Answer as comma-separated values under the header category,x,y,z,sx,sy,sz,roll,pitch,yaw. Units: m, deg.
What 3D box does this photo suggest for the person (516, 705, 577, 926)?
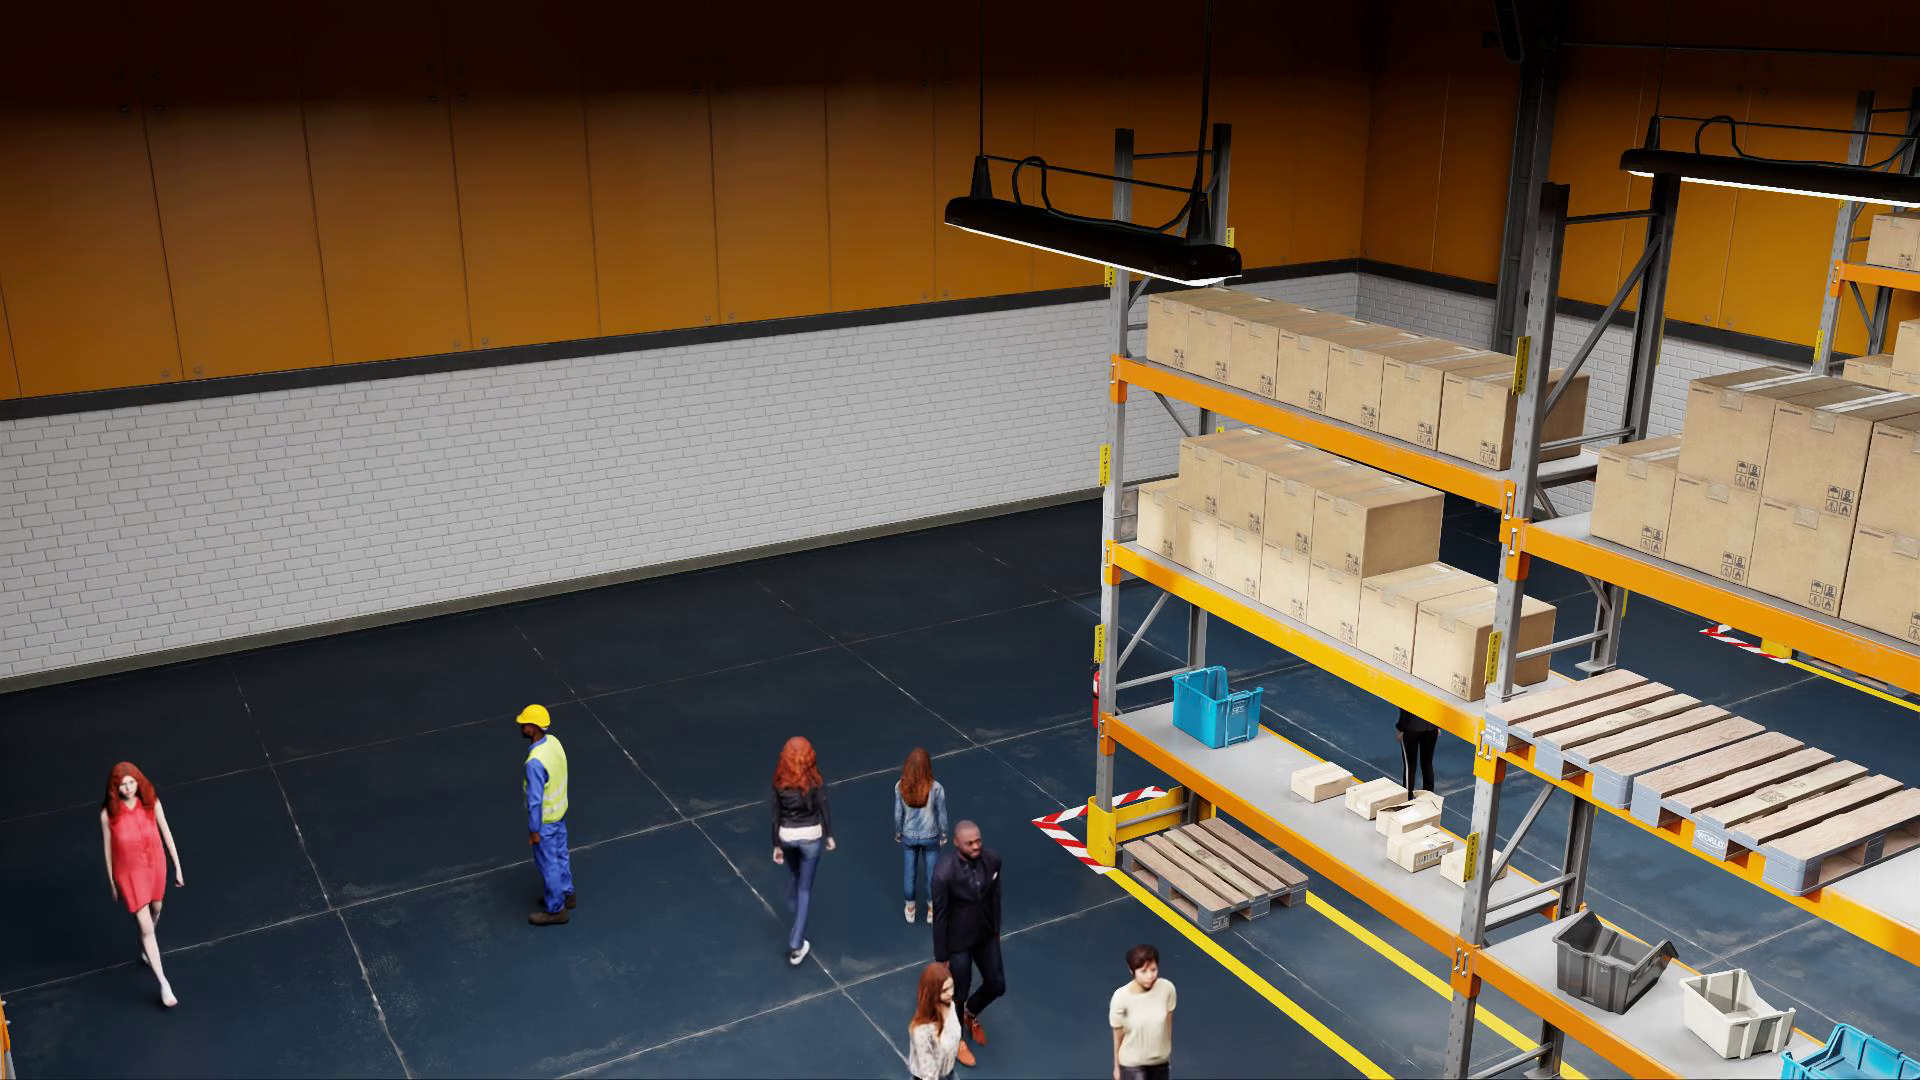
category,x,y,z,sx,sy,sz,roll,pitch,yaw
person,-3.210,2.113,12.925,0.814,1.812,0.715,2,19,5

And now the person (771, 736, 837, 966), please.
category,x,y,z,sx,sy,sz,roll,pitch,yaw
person,-1.202,2.333,12.353,0.910,1.760,0.985,4,19,13

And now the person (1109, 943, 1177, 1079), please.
category,x,y,z,sx,sy,sz,roll,pitch,yaw
person,1.101,3.156,10.206,0.689,1.569,0.911,-6,20,-18

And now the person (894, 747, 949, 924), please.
category,x,y,z,sx,sy,sz,roll,pitch,yaw
person,-0.308,2.291,12.921,0.641,1.477,0.681,3,19,8

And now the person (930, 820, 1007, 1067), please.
category,x,y,z,sx,sy,sz,roll,pitch,yaw
person,0.021,2.672,11.274,0.716,1.807,0.664,-11,22,-30

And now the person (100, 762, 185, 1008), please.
category,x,y,z,sx,sy,sz,roll,pitch,yaw
person,-5.938,2.422,12.047,0.769,1.787,1.167,-16,24,-39

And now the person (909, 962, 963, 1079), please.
category,x,y,z,sx,sy,sz,roll,pitch,yaw
person,-0.235,3.217,9.820,1.067,1.700,0.832,12,22,32
